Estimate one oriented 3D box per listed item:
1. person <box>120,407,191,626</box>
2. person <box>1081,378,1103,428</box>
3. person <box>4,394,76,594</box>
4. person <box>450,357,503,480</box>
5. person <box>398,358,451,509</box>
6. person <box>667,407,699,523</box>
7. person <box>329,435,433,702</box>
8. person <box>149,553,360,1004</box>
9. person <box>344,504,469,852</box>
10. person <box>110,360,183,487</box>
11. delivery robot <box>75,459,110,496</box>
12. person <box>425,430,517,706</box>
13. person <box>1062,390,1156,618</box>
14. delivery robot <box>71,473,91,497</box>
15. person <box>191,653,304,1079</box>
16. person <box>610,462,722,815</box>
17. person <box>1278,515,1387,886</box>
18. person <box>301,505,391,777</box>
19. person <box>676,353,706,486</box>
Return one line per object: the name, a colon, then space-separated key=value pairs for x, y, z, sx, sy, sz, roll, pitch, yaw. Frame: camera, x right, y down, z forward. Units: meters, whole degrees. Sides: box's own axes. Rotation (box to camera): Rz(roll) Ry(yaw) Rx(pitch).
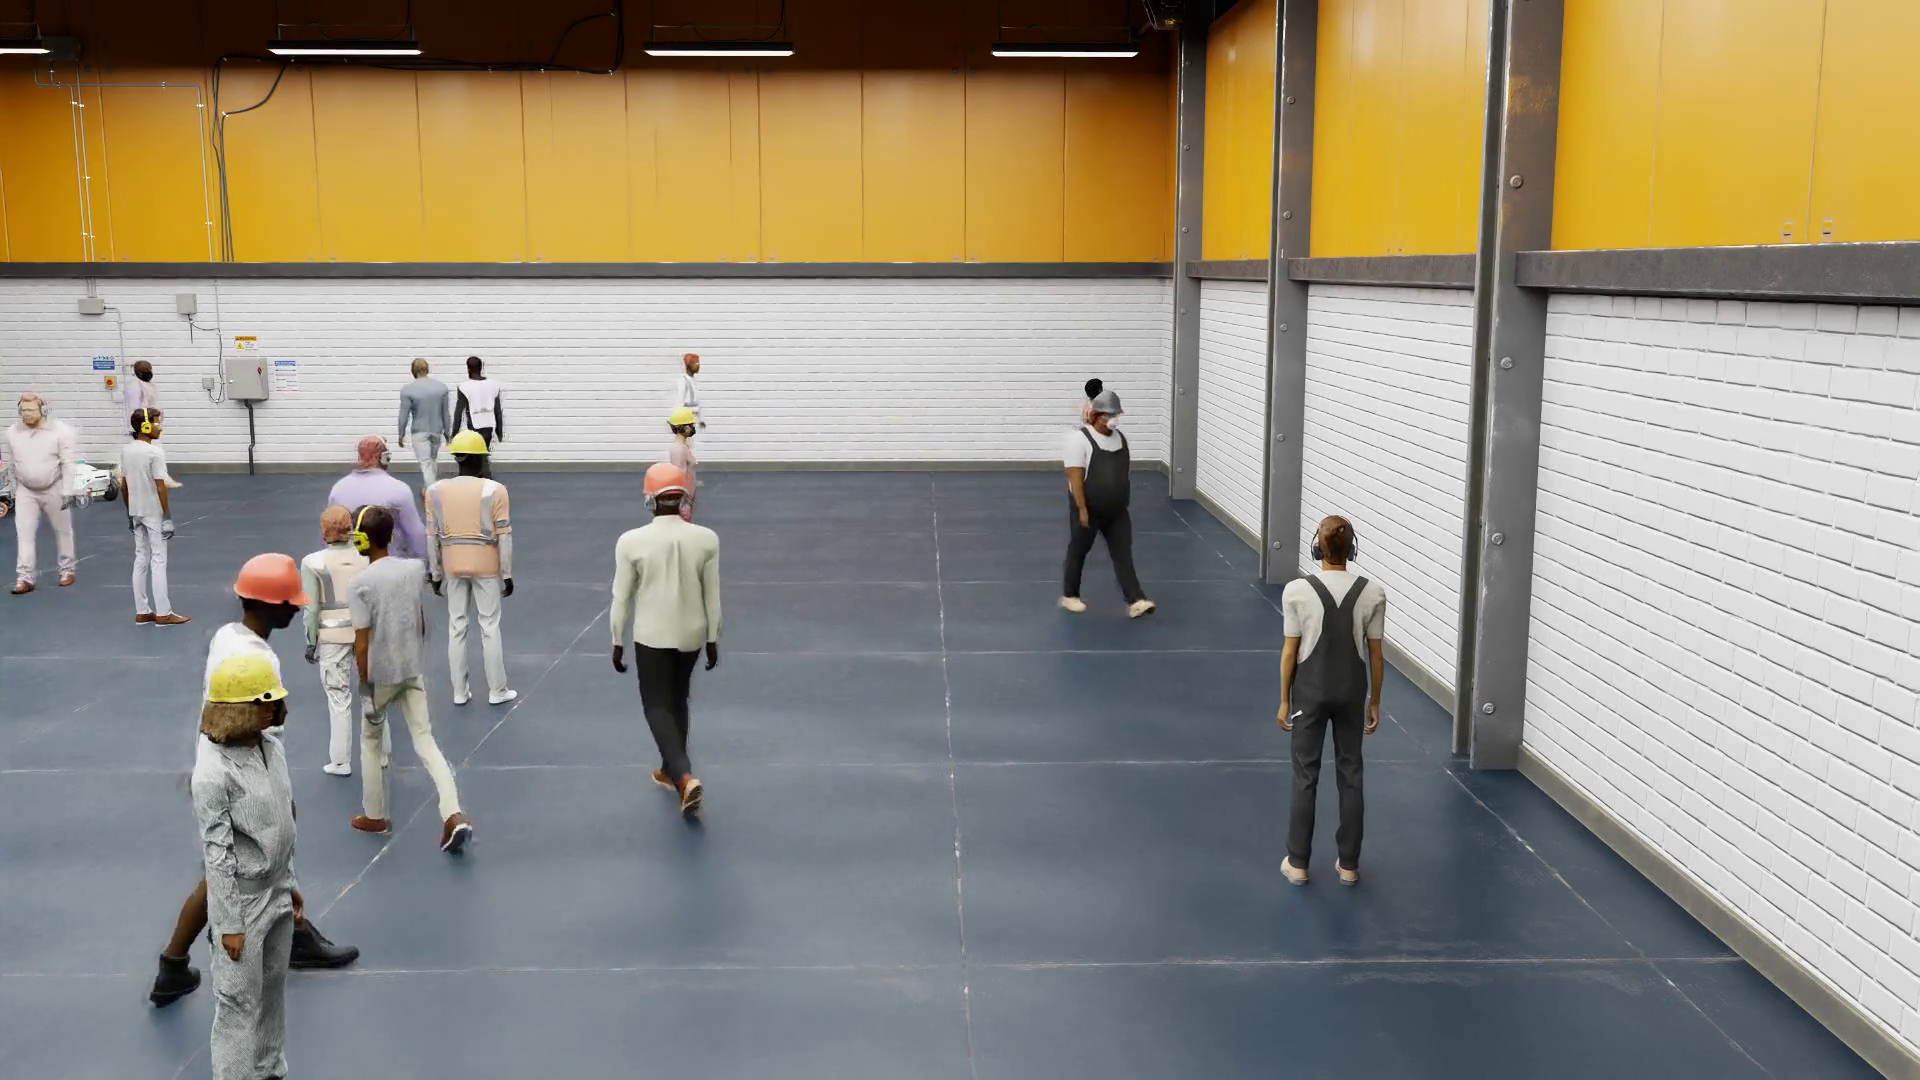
person: x=-6.898 y=-0.195 z=14.166 sx=0.519 sy=1.865 sz=0.335 roll=5 pitch=10 yaw=26
person: x=1.634 y=-1.141 z=20.473 sx=0.318 sy=1.697 sz=0.536 roll=-1 pitch=9 yaw=-6
person: x=-8.654 y=-0.435 z=15.655 sx=0.641 sy=1.864 sz=0.901 roll=-2 pitch=9 yaw=-11
person: x=-6.368 y=-1.455 z=21.808 sx=0.853 sy=1.882 sz=0.611 roll=7 pitch=12 yaw=38
person: x=-6.871 y=-1.357 z=21.143 sx=0.855 sy=1.905 sz=0.644 roll=8 pitch=13 yaw=42
person: x=-2.548 y=-0.345 z=15.373 sx=0.302 sy=1.772 sz=0.525 roll=-2 pitch=9 yaw=-10
person: x=-4.018 y=0.190 z=11.762 sx=0.663 sy=1.874 sz=0.786 roll=4 pitch=10 yaw=22
person: x=-3.036 y=0.983 z=6.957 sx=0.834 sy=1.879 sz=0.559 roll=-5 pitch=10 yaw=-27
person: x=-2.929 y=0.717 z=8.701 sx=0.945 sy=1.829 sz=0.526 roll=8 pitch=12 yaw=40
person: x=-11.320 y=-1.594 z=22.975 sx=0.883 sy=1.798 sz=0.666 roll=-1 pitch=9 yaw=-7
delivery robot: x=-11.433 y=-0.809 z=21.640 sx=0.707 sy=0.478 sz=0.477 roll=4 pitch=10 yaw=23
person: x=-3.389 y=0.201 z=11.553 sx=0.588 sy=1.923 sz=0.383 roll=1 pitch=9 yaw=3
person: x=1.250 y=-0.334 z=14.474 sx=0.691 sy=2.000 sz=1.035 roll=-5 pitch=11 yaw=-29
delivery robot: x=-11.411 y=-0.712 z=21.049 sx=0.707 sy=0.478 sz=0.477 roll=-2 pitch=10 yaw=-15
person: x=-2.413 y=1.242 z=5.722 sx=0.294 sy=1.744 sz=0.486 roll=0 pitch=9 yaw=3
person: x=-1.625 y=0.546 z=9.340 sx=0.620 sy=1.965 sz=0.917 roll=-5 pitch=11 yaw=-29
person: x=1.823 y=0.793 z=8.188 sx=0.505 sy=1.842 sz=0.332 roll=0 pitch=9 yaw=1
person: x=-3.669 y=0.603 z=9.965 sx=0.515 sy=1.636 sz=0.314 roll=-8 pitch=12 yaw=-39
person: x=-3.735 y=-1.672 z=23.236 sx=0.560 sy=1.865 sz=0.582 roll=1 pitch=9 yaw=5
